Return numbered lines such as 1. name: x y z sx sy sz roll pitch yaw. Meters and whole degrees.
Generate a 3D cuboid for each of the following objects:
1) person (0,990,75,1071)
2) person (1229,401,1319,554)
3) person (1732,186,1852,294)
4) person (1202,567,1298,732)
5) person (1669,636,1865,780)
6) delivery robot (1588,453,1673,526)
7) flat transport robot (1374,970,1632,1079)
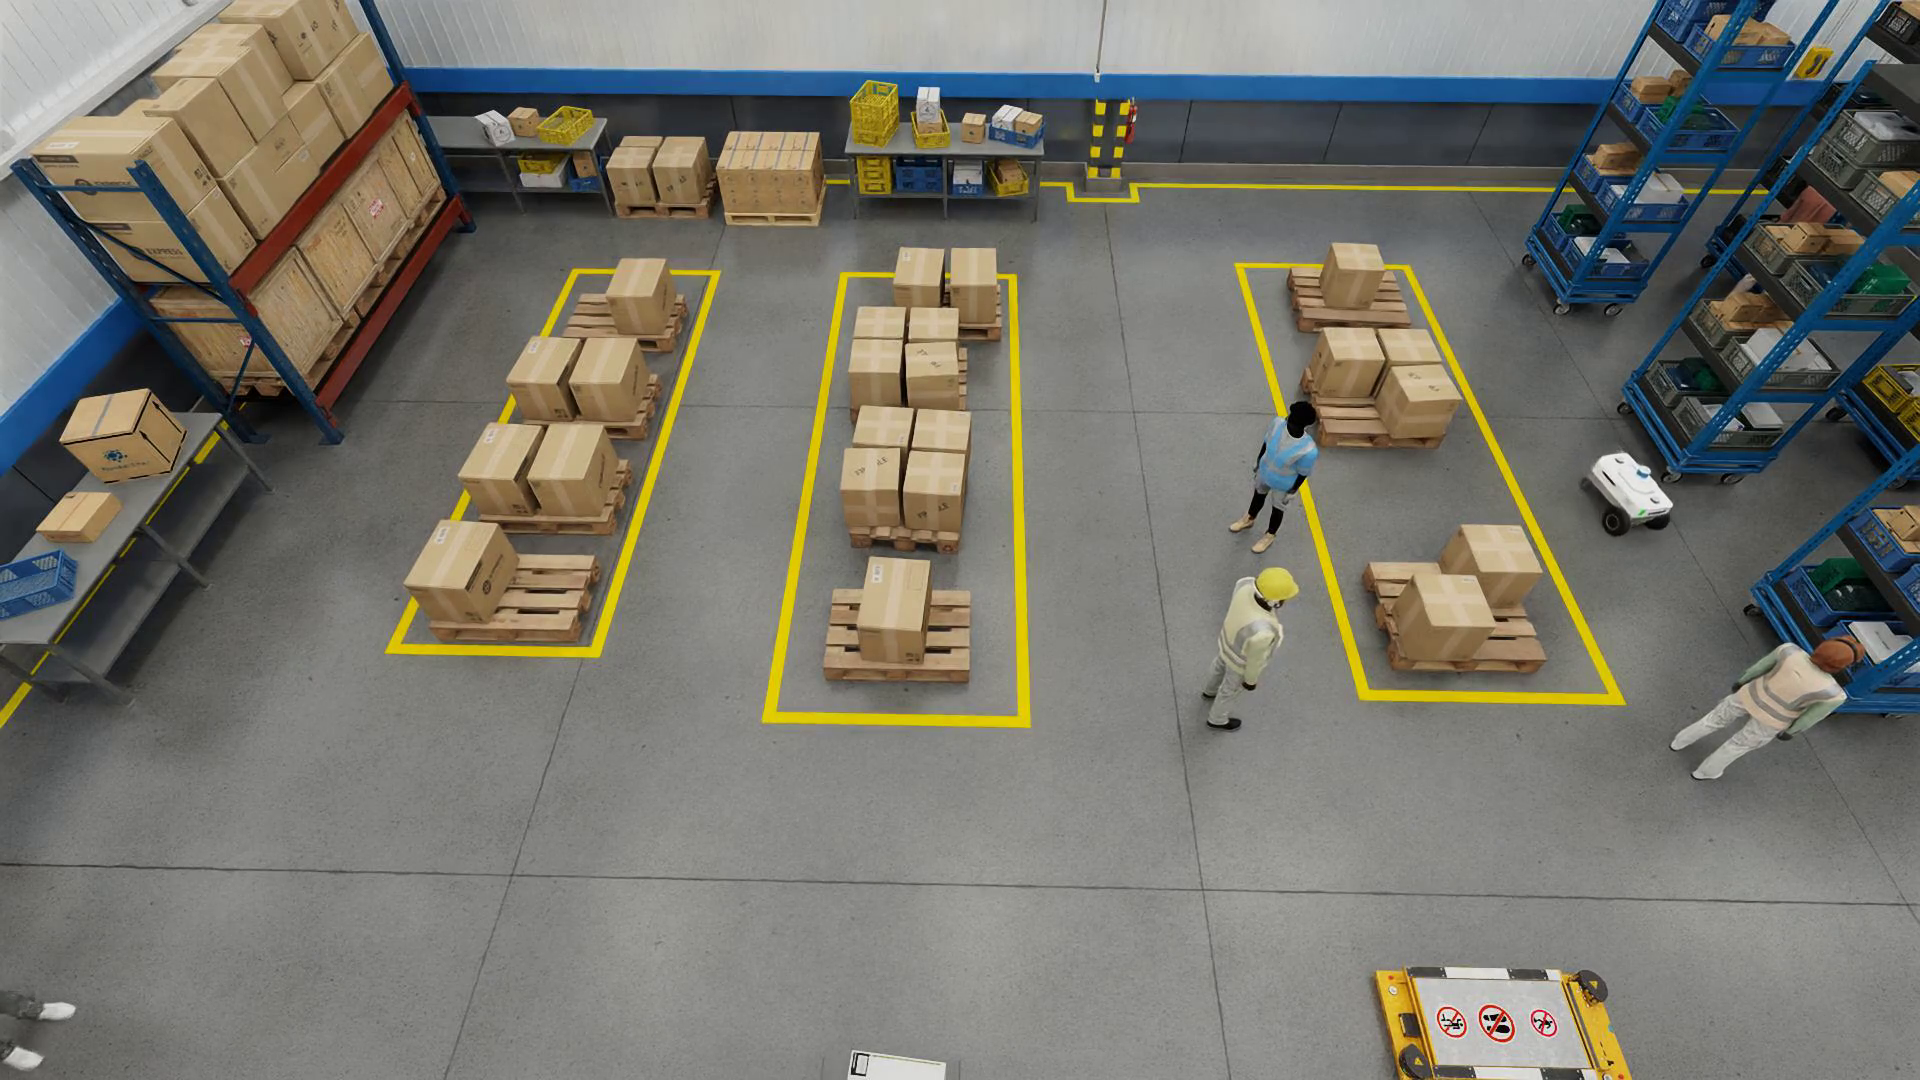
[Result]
1. person: -6.068 2.662 5.252 0.397 1.908 0.598 3 51 2
2. person: 2.770 -0.554 8.005 0.318 1.697 0.534 -25 55 -19
3. person: 9.083 -3.159 9.952 0.410 1.980 0.626 -17 53 -13
4. person: 2.117 0.809 6.816 0.403 1.827 0.595 0 51 0
5. person: 5.800 1.210 6.610 0.317 1.633 0.516 -11 52 -9
6. delivery robot: 6.318 -0.496 8.632 0.477 0.478 0.707 -8 51 -7
7. flat transport robot: 3.501 3.133 5.914 1.431 0.197 0.652 1 51 1
